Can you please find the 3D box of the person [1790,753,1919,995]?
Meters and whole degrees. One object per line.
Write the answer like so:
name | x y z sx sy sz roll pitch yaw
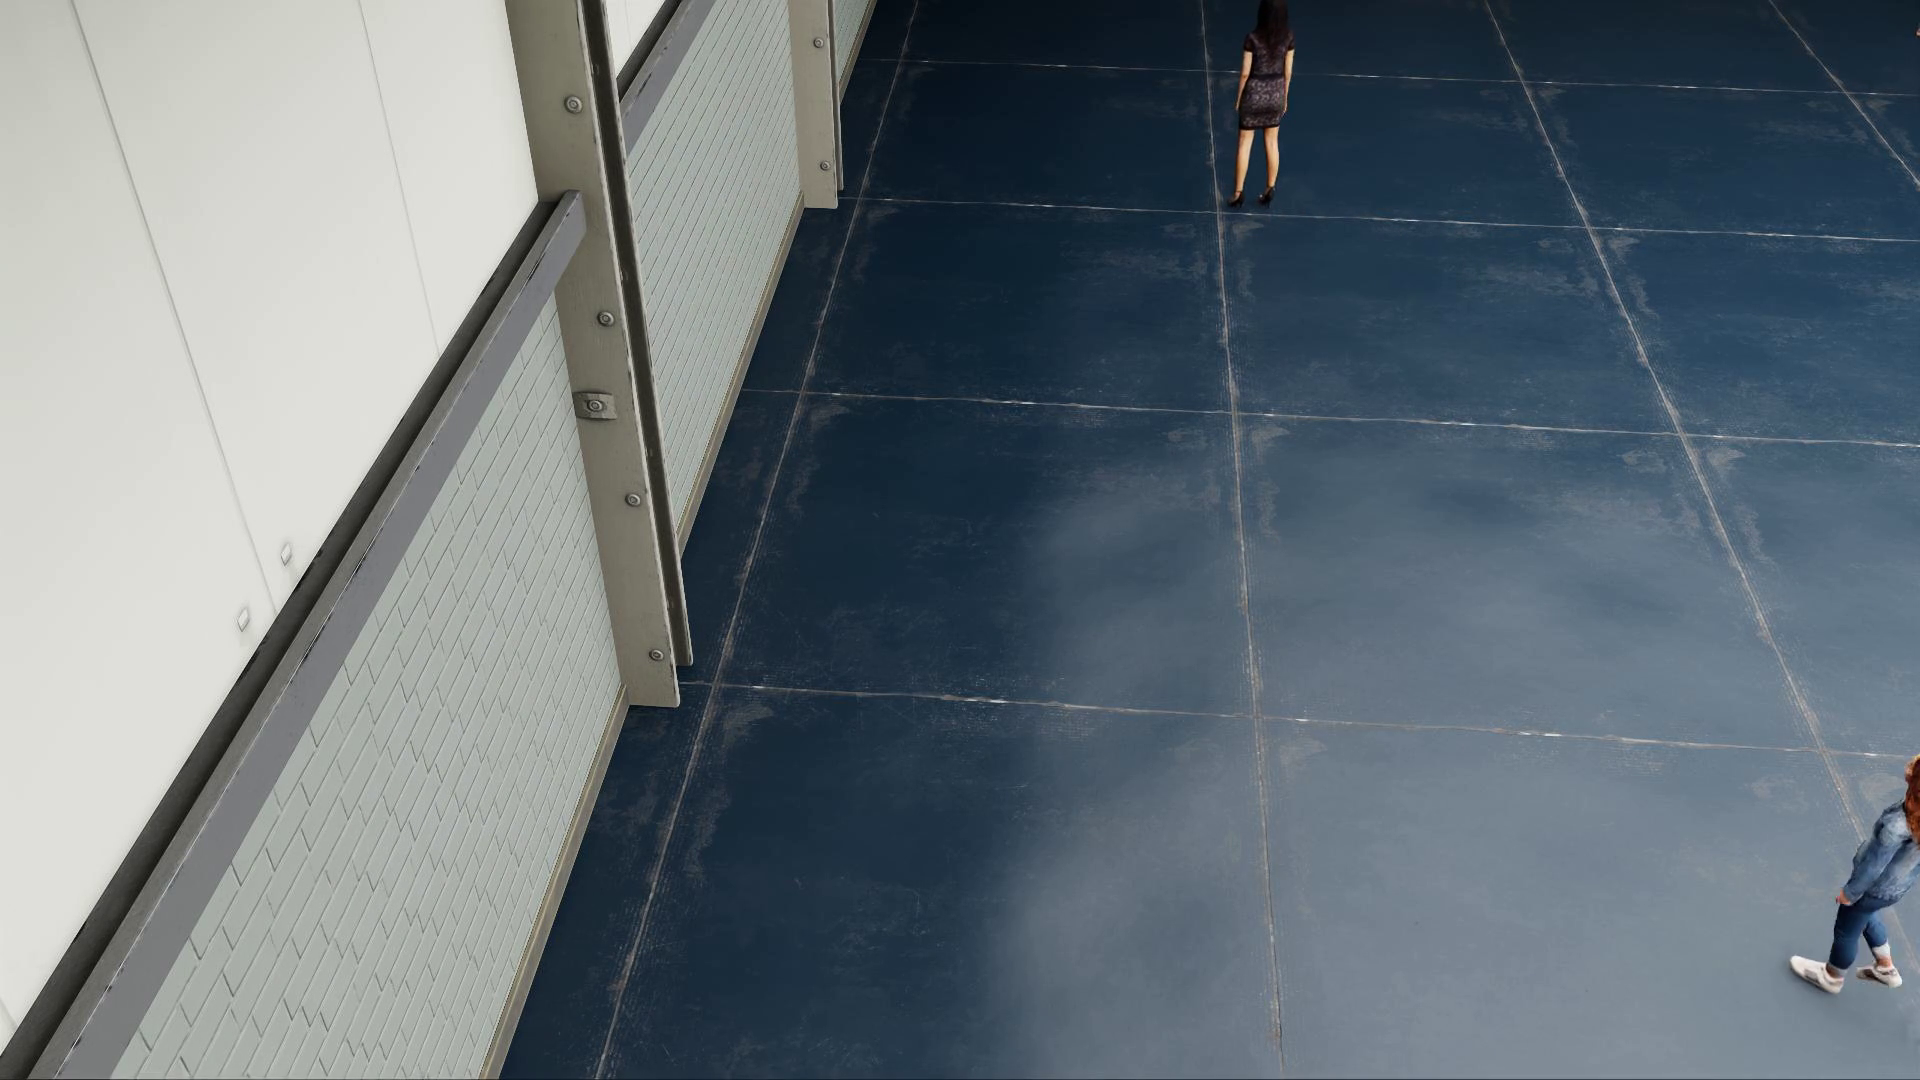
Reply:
person | 4.056 1.504 7.200 0.734 1.469 0.794 -28 46 -31

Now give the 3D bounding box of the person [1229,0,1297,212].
person | 2.422 -3.507 13.345 0.628 1.789 0.587 -8 39 -10
